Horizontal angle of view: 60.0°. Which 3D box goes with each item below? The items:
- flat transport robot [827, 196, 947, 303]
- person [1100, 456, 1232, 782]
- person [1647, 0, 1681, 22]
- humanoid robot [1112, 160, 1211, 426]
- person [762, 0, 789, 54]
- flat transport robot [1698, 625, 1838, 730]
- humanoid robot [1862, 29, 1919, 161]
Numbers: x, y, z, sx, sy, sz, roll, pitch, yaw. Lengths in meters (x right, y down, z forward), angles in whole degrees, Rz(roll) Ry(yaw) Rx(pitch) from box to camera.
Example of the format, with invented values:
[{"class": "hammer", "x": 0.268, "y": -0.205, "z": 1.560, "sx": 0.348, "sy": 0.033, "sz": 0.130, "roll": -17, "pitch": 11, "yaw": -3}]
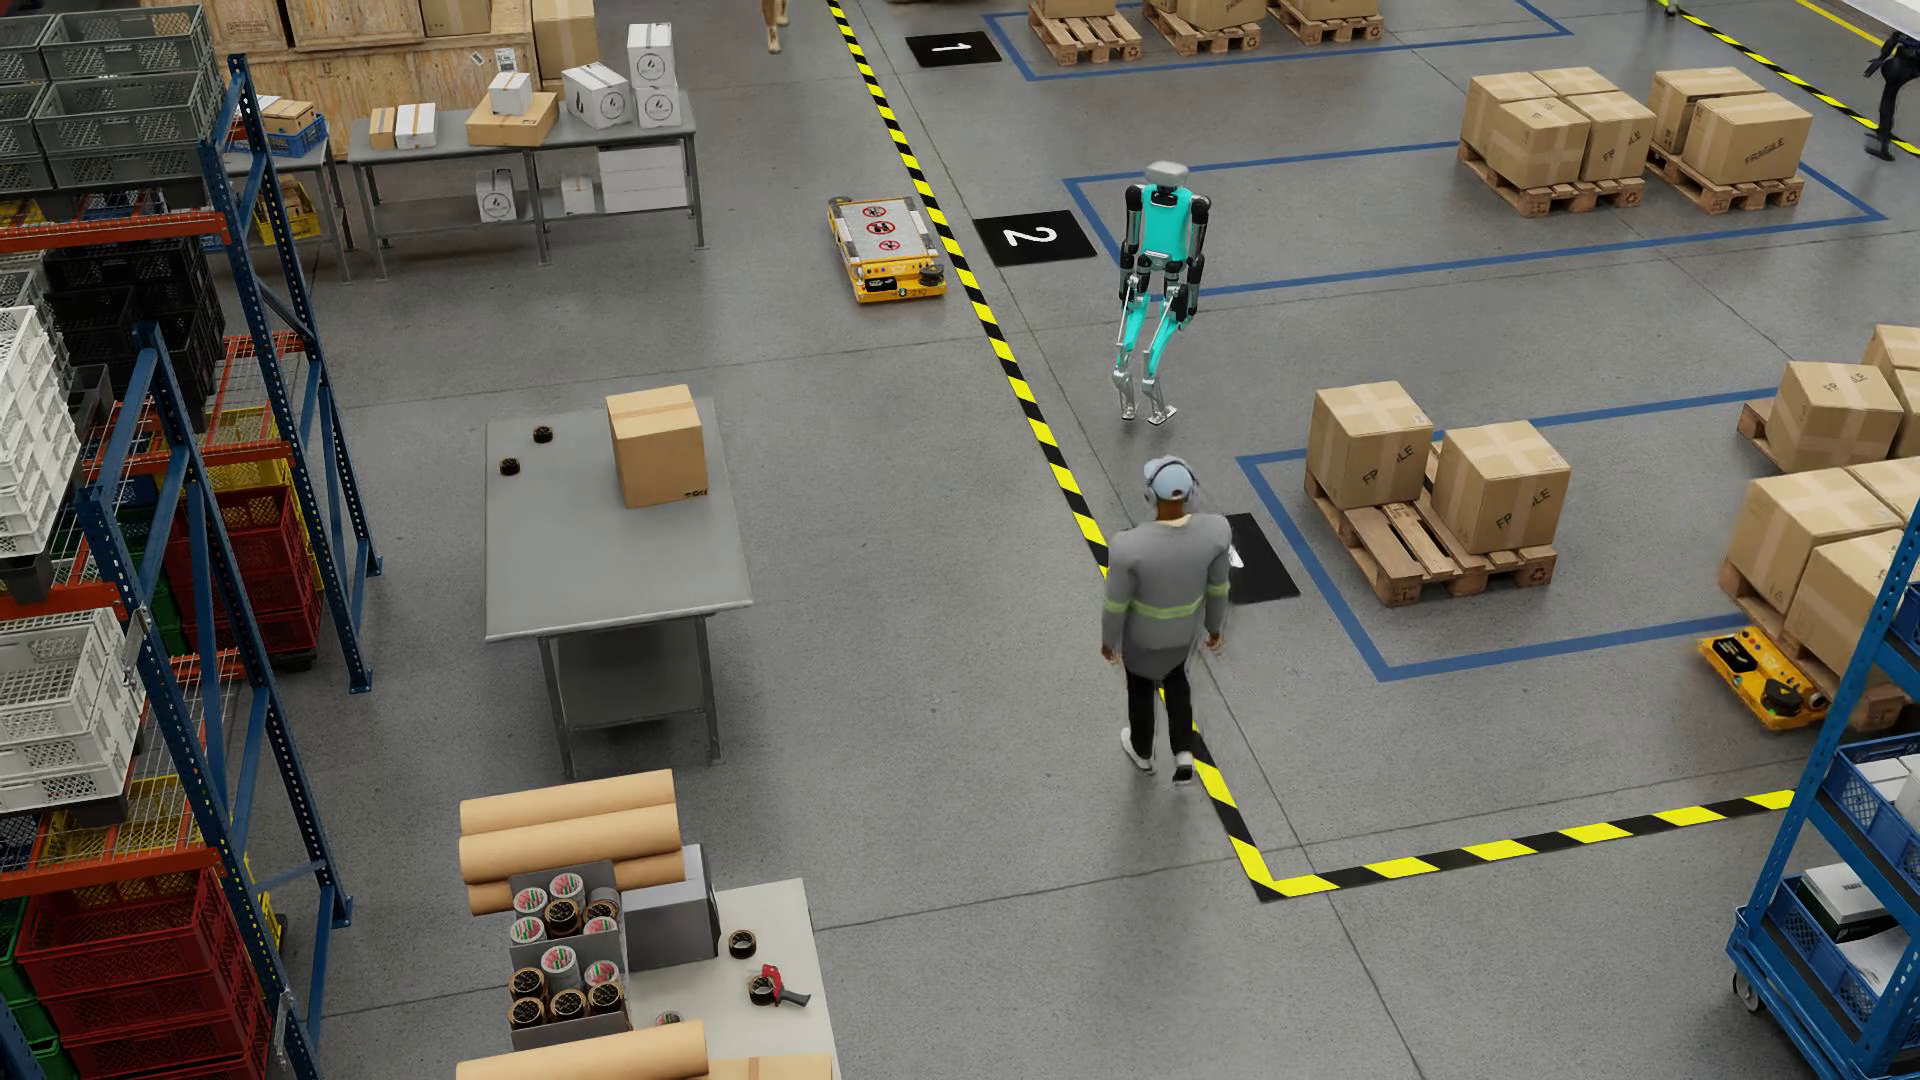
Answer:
[{"class": "flat transport robot", "x": -0.570, "y": -2.220, "z": 12.538, "sx": 0.659, "sy": 0.231, "sz": 1.431, "roll": -8, "pitch": 37, "yaw": -10}, {"class": "person", "x": 0.936, "y": 0.410, "z": 7.684, "sx": 0.607, "sy": 1.838, "sz": 0.504, "roll": -10, "pitch": 38, "yaw": -13}, {"class": "person", "x": 7.225, "y": -6.171, "z": 16.565, "sx": 0.629, "sy": 1.793, "sz": 0.863, "roll": 8, "pitch": 37, "yaw": 11}, {"class": "humanoid robot", "x": 1.139, "y": -1.429, "z": 10.136, "sx": 0.533, "sy": 1.672, "sz": 0.735, "roll": 17, "pitch": 40, "yaw": 21}, {"class": "person", "x": -1.792, "y": -5.782, "z": 15.880, "sx": 0.607, "sy": 2.004, "sz": 0.983, "roll": -6, "pitch": 37, "yaw": -8}, {"class": "flat transport robot", "x": 4.714, "y": 0.607, "z": 8.714, "sx": 1.431, "sy": 0.197, "sz": 0.652, "roll": -8, "pitch": 37, "yaw": -10}, {"class": "humanoid robot", "x": 7.797, "y": -4.002, "z": 13.755, "sx": 0.600, "sy": 1.650, "sz": 0.515, "roll": -14, "pitch": 39, "yaw": -19}]
